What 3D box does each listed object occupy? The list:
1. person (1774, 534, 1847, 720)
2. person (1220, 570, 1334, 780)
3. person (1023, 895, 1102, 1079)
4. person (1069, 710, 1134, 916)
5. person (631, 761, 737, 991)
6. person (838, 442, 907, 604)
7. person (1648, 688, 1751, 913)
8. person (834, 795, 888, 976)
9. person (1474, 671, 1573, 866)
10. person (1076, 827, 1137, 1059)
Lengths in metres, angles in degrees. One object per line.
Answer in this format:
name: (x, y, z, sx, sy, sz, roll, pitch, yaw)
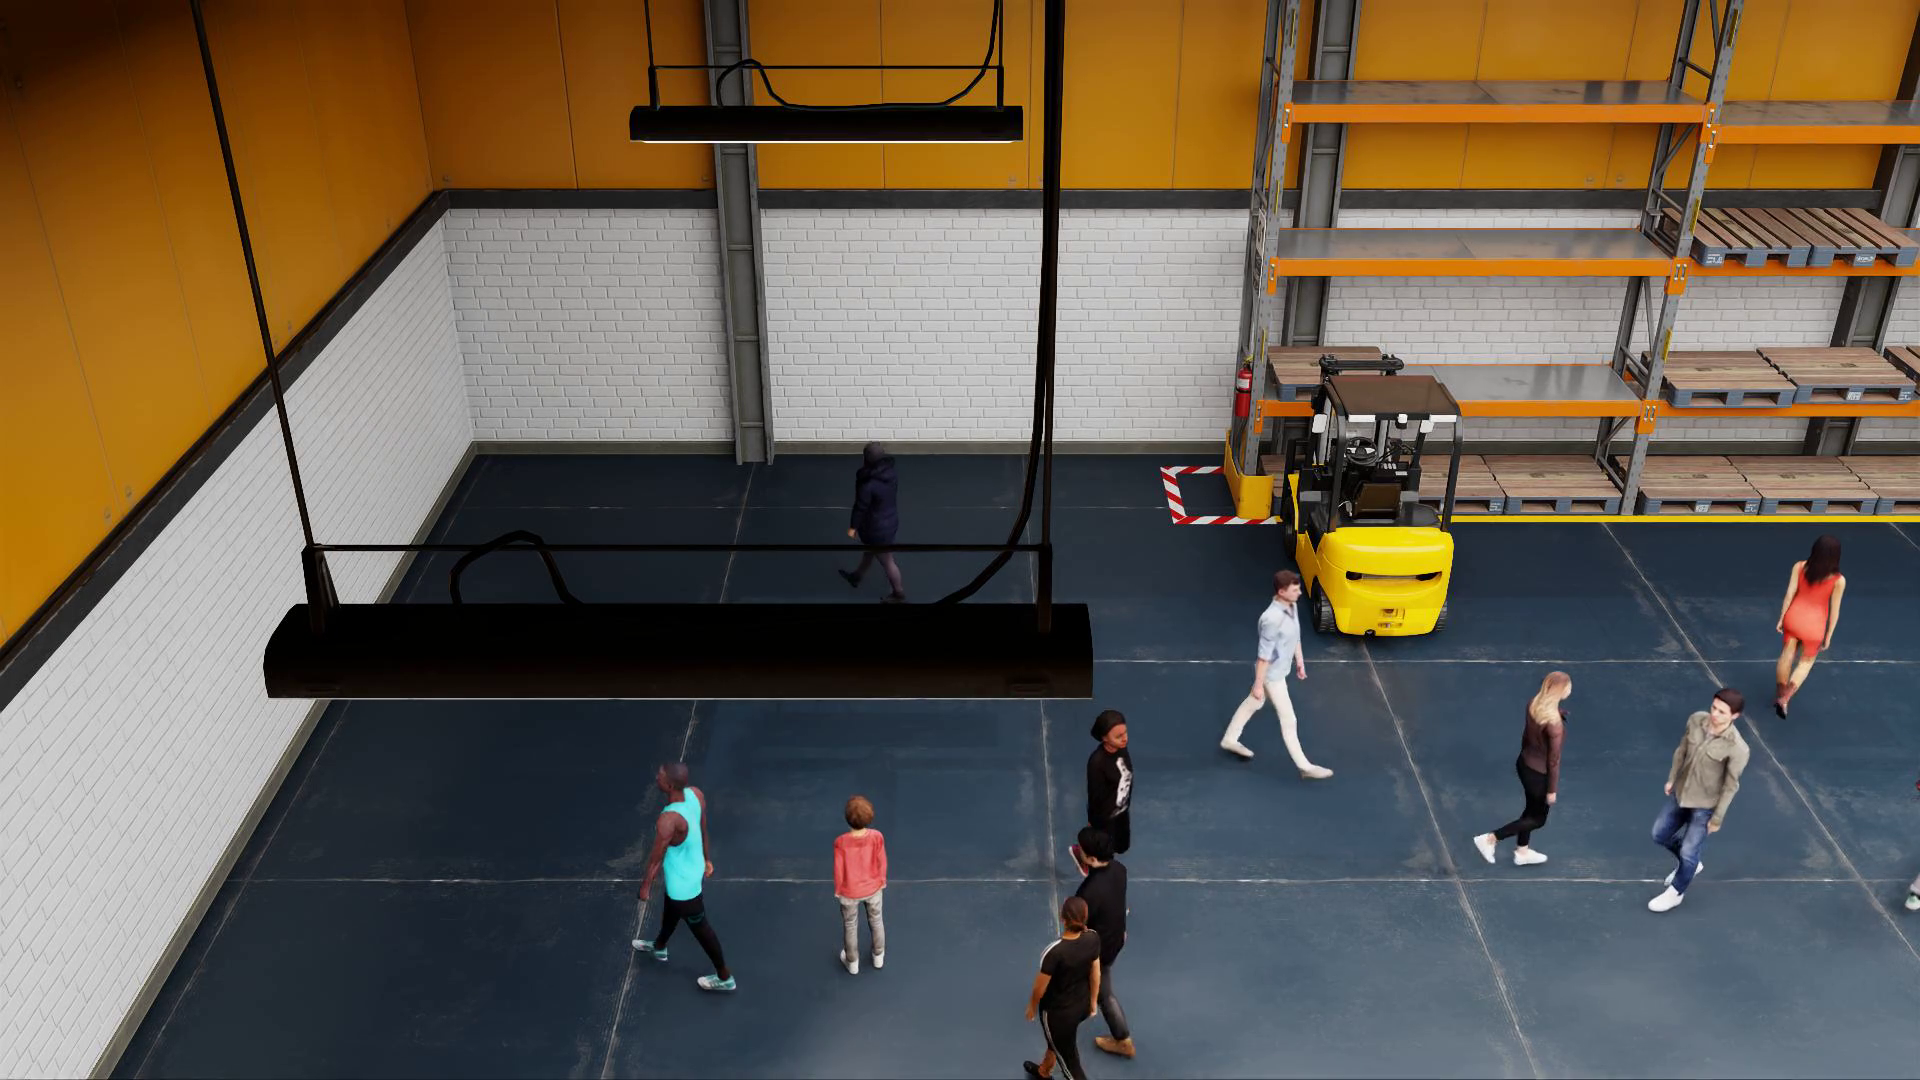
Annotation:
person: (7.005, 0.748, 13.841, 0.921, 1.704, 0.962, 22, 36, 35)
person: (2.412, 1.036, 13.220, 1.299, 1.793, 1.051, 14, 32, 24)
person: (0.687, 2.875, 10.012, 1.031, 1.637, 1.057, -22, 36, -35)
person: (0.993, 1.895, 11.779, 0.940, 1.665, 0.875, 24, 37, 37)
person: (-1.727, 2.259, 10.990, 1.141, 1.782, 0.847, 8, 30, 14)
person: (-0.693, -0.114, 15.492, 1.129, 1.636, 0.948, 13, 31, 22)
person: (5.274, 1.807, 11.738, 0.898, 1.860, 0.853, -11, 30, -19)
person: (-0.672, 2.328, 11.246, 0.501, 1.416, 0.631, -8, 30, -14)
person: (4.110, 1.708, 12.098, 0.823, 1.688, 0.634, -1, 29, -2)
person: (0.942, 2.577, 10.506, 1.127, 1.687, 0.951, 14, 32, 24)
